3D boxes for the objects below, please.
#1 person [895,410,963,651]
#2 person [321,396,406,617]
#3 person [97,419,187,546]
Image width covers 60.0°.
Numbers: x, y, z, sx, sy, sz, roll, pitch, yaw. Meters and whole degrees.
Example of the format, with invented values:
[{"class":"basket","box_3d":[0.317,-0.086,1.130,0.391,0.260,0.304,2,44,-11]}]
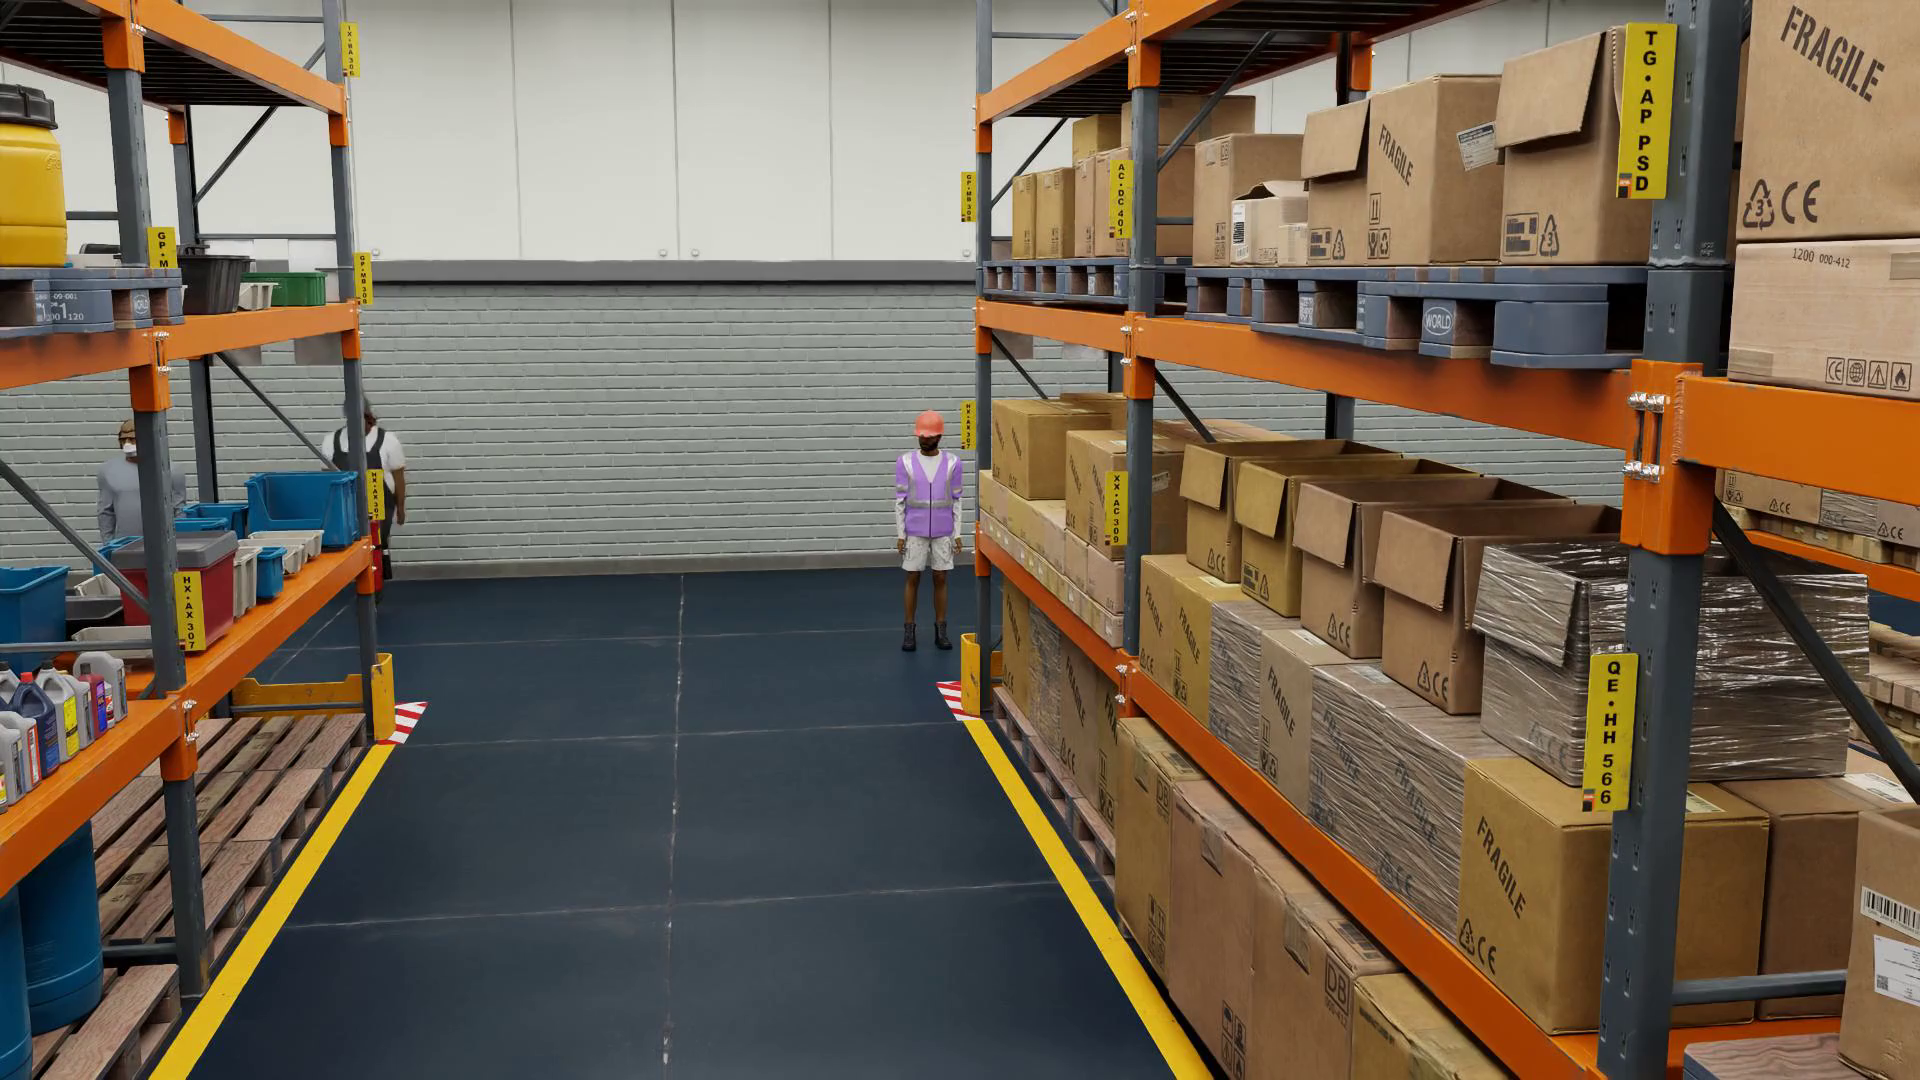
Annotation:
[{"class":"person","box_3d":[-0.243,-0.072,13.277,0.544,1.933,0.376,-1,9,-7]},{"class":"person","box_3d":[-5.252,-0.345,14.623,0.678,2.000,1.045,0,9,-2]},{"class":"person","box_3d":[-6.106,0.057,12.458,0.628,1.940,0.377,-1,9,-7]}]
